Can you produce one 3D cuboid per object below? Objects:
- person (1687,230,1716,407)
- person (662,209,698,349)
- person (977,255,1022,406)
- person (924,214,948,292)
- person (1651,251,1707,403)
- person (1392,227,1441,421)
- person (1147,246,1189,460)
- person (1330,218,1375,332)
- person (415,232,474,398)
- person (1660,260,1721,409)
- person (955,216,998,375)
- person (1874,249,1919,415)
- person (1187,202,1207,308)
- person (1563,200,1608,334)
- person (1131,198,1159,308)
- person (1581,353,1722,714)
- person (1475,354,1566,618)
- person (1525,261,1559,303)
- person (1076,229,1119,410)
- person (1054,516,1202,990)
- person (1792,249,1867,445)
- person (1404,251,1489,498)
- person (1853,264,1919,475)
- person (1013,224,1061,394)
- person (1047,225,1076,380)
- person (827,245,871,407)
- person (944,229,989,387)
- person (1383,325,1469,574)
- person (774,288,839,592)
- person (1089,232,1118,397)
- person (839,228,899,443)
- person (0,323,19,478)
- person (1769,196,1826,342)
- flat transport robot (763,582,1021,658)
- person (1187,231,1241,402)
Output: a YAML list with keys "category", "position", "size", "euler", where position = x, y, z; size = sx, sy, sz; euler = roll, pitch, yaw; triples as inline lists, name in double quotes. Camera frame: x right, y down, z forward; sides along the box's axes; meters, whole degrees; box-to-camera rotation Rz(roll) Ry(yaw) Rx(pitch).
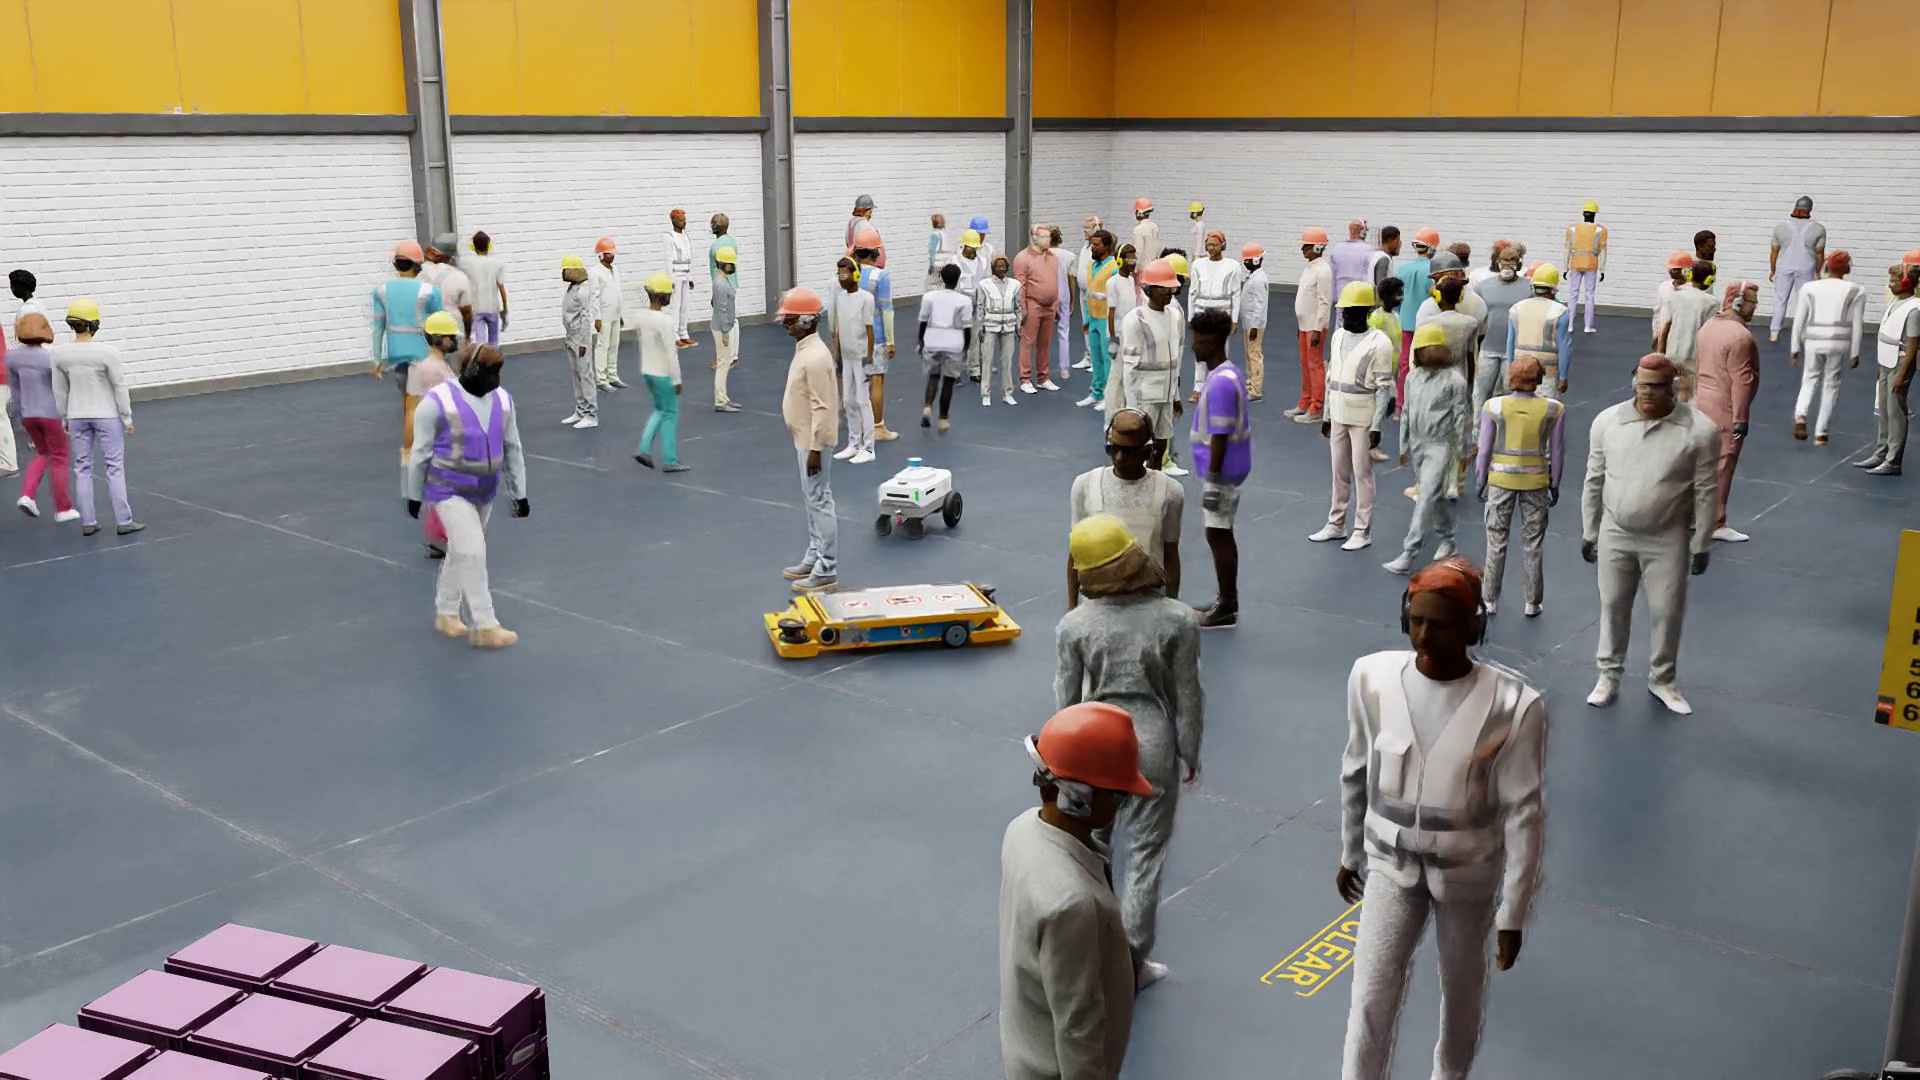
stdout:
- category: "person"
  position: [7.843, -2.345, 17.790]
  size: [0.384, 1.918, 0.596]
  euler: [12, 18, 39]
- category: "person"
  position: [-3.836, -3.576, 22.784]
  size: [0.353, 1.883, 0.577]
  euler: [5, 15, 20]
- category: "person"
  position: [0.425, -2.278, 18.091]
  size: [0.514, 1.641, 0.309]
  euler: [-4, 15, -16]
- category: "person"
  position: [-0.374, -4.351, 26.390]
  size: [0.418, 1.625, 0.545]
  euler: [5, 15, 19]
- category: "person"
  position: [7.380, -2.105, 17.175]
  size: [0.340, 1.748, 0.563]
  euler: [-8, 16, -30]
- category: "person"
  position: [4.706, -2.186, 17.002]
  size: [0.381, 1.994, 0.622]
  euler: [-13, 19, -41]
- category: "person"
  position: [1.816, -1.679, 15.068]
  size: [0.456, 1.946, 0.616]
  euler: [3, 14, 10]
- category: "person"
  position: [4.767, -2.910, 20.071]
  size: [0.407, 1.910, 0.638]
  euler: [-12, 18, -39]
- category: "person"
  position: [-5.125, -2.048, 16.358]
  size: [0.706, 2.000, 0.541]
  euler: [-1, 14, -6]
- category: "person"
  position: [6.665, -1.648, 15.245]
  size: [0.568, 1.818, 0.856]
  euler: [13, 19, 42]
- category: "person"
  position: [0.210, -2.975, 20.283]
  size: [0.622, 1.933, 0.420]
  euler: [-12, 19, -40]
- category: "person"
  position: [9.900, -2.165, 17.411]
  size: [0.576, 1.747, 0.339]
  euler: [-7, 16, -26]
- category: "person"
  position: [3.924, -4.725, 27.633]
  size: [0.339, 1.761, 0.524]
  euler: [1, 14, 4]
- category: "person"
  position: [9.149, -3.995, 24.368]
  size: [0.594, 1.924, 0.382]
  euler: [8, 16, 28]
- category: "person"
  position: [2.603, -3.862, 23.700]
  size: [0.375, 1.995, 0.611]
  euler: [8, 16, 30]
- category: "person"
  position: [3.552, -0.029, 8.602]
  size: [0.663, 1.895, 0.459]
  euler: [10, 17, 35]
- category: "person"
  position: [3.457, -0.329, 10.307]
  size: [0.517, 1.636, 0.313]
  euler: [4, 15, 16]
- category: "person"
  position: [5.476, -1.783, 15.886]
  size: [0.325, 1.748, 0.573]
  euler: [11, 18, 37]
- category: "person"
  position: [1.538, -2.356, 17.838]
  size: [0.398, 1.919, 0.588]
  euler: [-7, 16, -26]
- category: "person"
  position: [0.578, 0.769, 5.817]
  size: [0.515, 1.713, 0.327]
  euler: [4, 15, 16]
- category: "person"
  position: [8.208, -1.812, 15.781]
  size: [0.587, 1.868, 0.499]
  euler: [10, 17, 34]
- category: "person"
  position: [3.905, -1.343, 13.540]
  size: [0.680, 2.000, 0.536]
  euler: [-8, 16, -29]
- category: "person"
  position: [8.170, -1.479, 14.497]
  size: [0.389, 1.837, 0.567]
  euler: [3, 14, 11]
- category: "person"
  position: [0.909, -2.636, 18.982]
  size: [0.641, 1.908, 0.407]
  euler: [-12, 18, -40]
- category: "person"
  position: [1.126, -2.830, 19.908]
  size: [0.501, 1.840, 0.349]
  euler: [0, 14, 0]
- category: "person"
  position: [-1.130, -2.275, 17.849]
  size: [0.573, 1.749, 0.342]
  euler: [4, 15, 14]
- category: "person"
  position: [0.101, -2.712, 19.447]
  size: [0.589, 1.826, 0.403]
  euler: [-8, 16, -28]
- category: "person"
  position: [3.218, -0.634, 11.422]
  size: [0.917, 1.682, 0.491]
  euler: [-11, 18, -37]
- category: "person"
  position: [-0.993, -0.651, 10.891]
  size: [0.402, 1.984, 0.613]
  euler: [-3, 14, -11]
- category: "person"
  position: [1.670, -2.539, 18.718]
  size: [0.326, 1.843, 0.517]
  euler: [-3, 14, -11]
- category: "person"
  position: [-0.868, -1.959, 15.991]
  size: [0.608, 2.048, 0.364]
  euler: [10, 17, 35]
- category: "person"
  position: [-8.434, -1.406, 14.408]
  size: [0.351, 1.739, 0.575]
  euler: [-10, 17, -36]
- category: "person"
  position: [11.759, -3.810, 23.398]
  size: [0.689, 2.000, 0.537]
  euler: [8, 16, 28]
- category: "flat transport robot"
  position: [-0.414, 0.460, 9.924]
  size: [1.431, 0.197, 0.652]
  euler: [-4, 15, -15]
- category: "person"
  position: [2.771, -2.435, 18.226]
  size: [0.582, 1.882, 0.351]
  euler: [6, 15, 23]
